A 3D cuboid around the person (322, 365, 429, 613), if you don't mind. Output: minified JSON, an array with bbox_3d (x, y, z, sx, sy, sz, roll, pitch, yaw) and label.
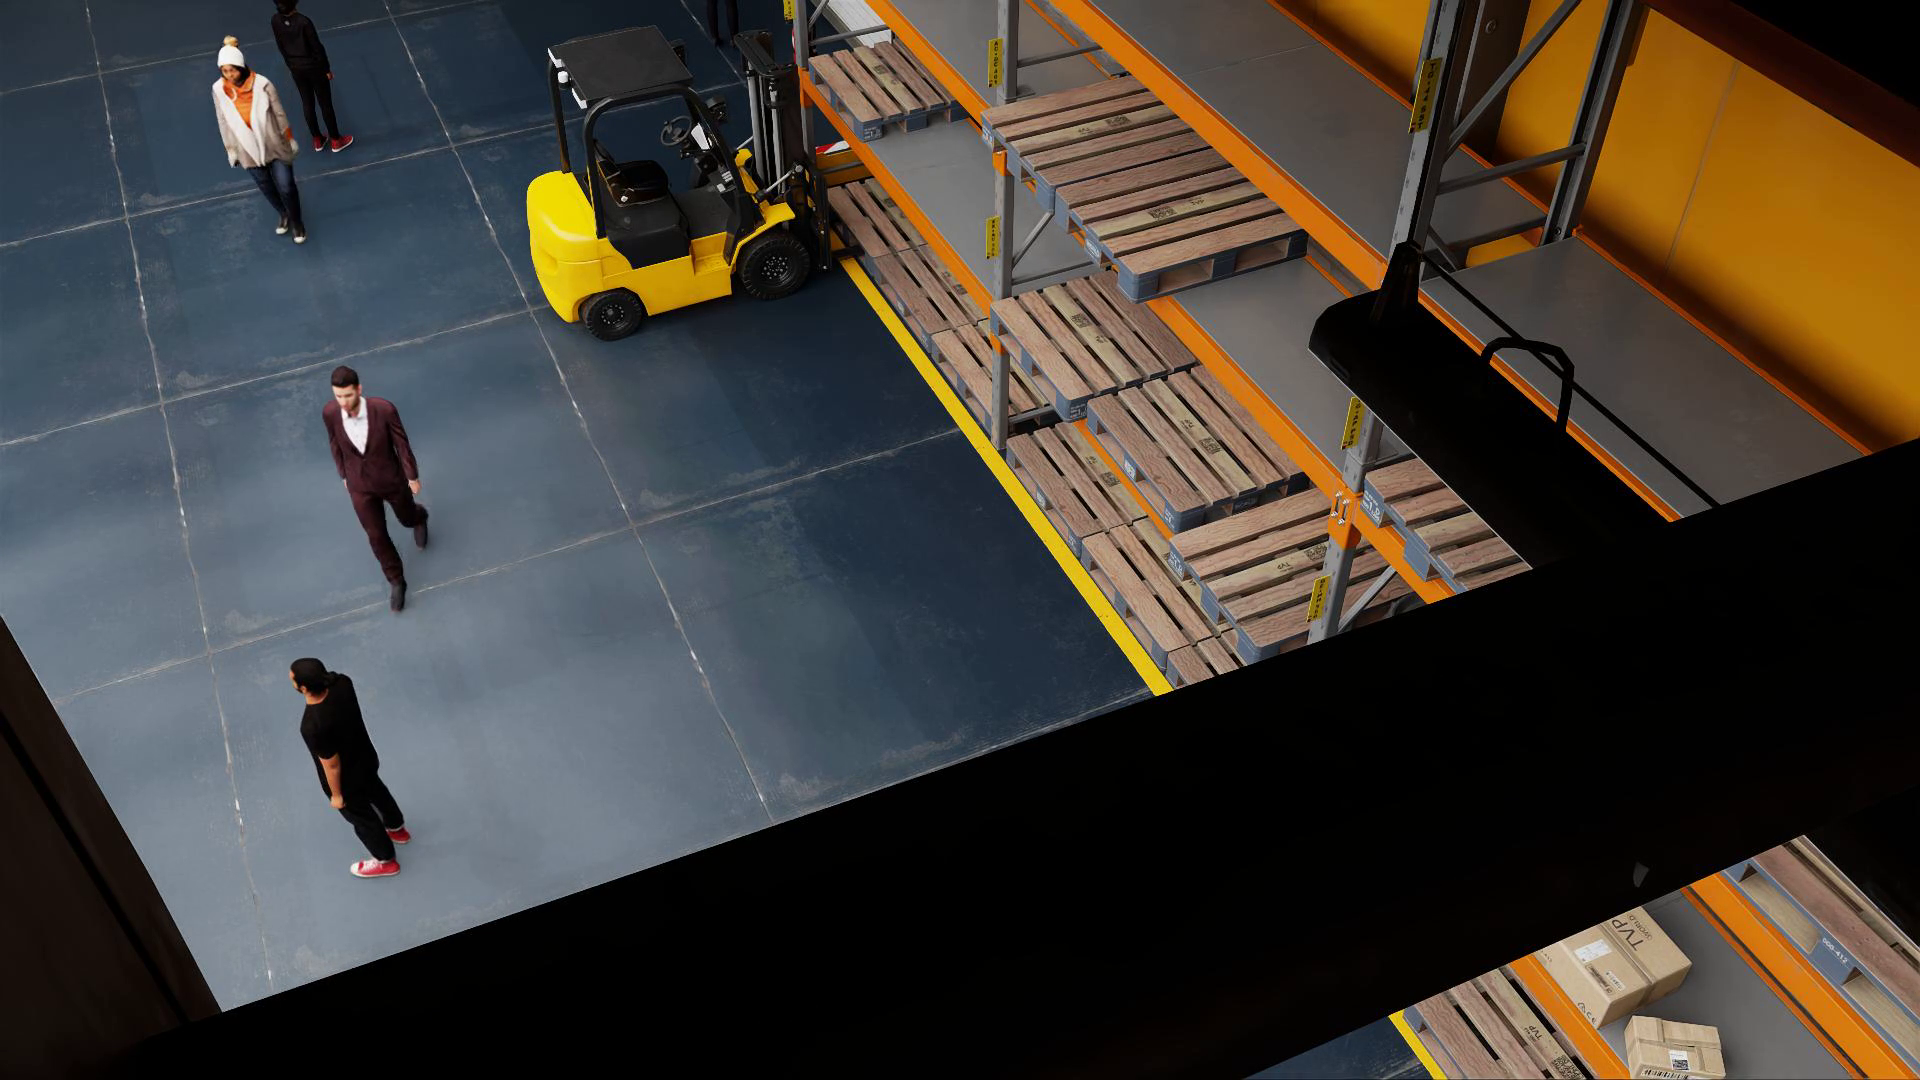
[{"bbox_3d":[-3.953,-0.464,11.336,0.931,1.845,1.228,-5,44,-5],"label":"person"}]

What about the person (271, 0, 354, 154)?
[{"bbox_3d":[-6.132,-4.438,15.631,0.687,1.675,0.719,7,44,7],"label":"person"}]

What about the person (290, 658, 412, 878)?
[{"bbox_3d":[-3.511,1.294,9.555,0.769,1.757,0.645,2,44,3],"label":"person"}]

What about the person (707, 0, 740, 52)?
[{"bbox_3d":[-2.481,-5.891,17.069,0.680,1.795,0.725,12,45,12],"label":"person"}]

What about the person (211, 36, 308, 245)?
[{"bbox_3d":[-6.099,-3.546,14.549,0.832,1.875,0.865,-6,44,-6],"label":"person"}]
